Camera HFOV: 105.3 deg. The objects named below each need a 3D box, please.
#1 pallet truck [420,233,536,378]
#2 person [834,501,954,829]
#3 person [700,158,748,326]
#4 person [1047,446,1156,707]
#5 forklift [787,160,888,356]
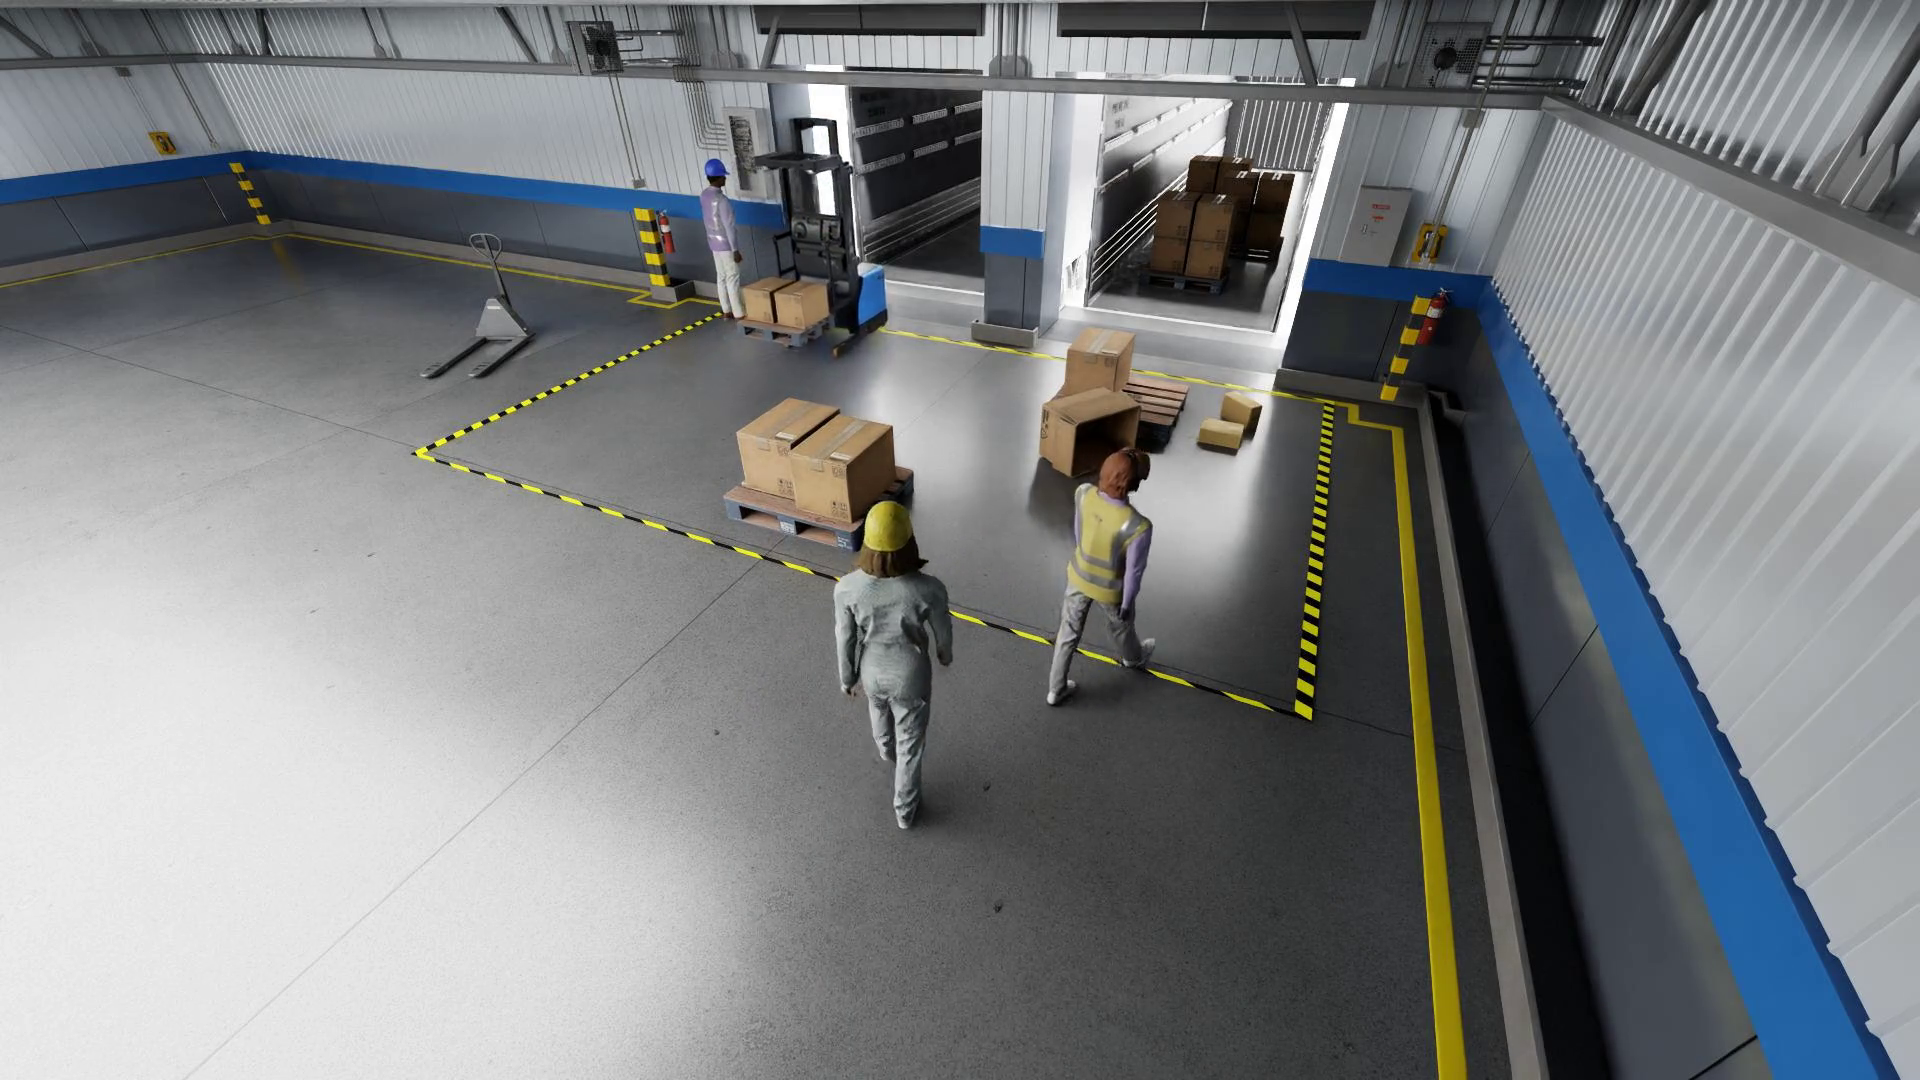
[{"bbox_3d":[-5.664,-2.712,8.427,0.680,1.201,1.601,0,35,-1],"label":"pallet truck"},{"bbox_3d":[-0.282,0.562,3.417,0.498,1.725,0.650,5,36,6],"label":"person"},{"bbox_3d":[-2.940,-3.703,9.206,0.403,1.946,0.608,-27,44,-33],"label":"person"},{"bbox_3d":[0.835,0.186,4.041,0.814,1.602,0.529,-29,44,-34],"label":"person"},{"bbox_3d":[-1.438,-3.508,8.855,0.716,2.013,0.776,15,38,20],"label":"forklift"}]
